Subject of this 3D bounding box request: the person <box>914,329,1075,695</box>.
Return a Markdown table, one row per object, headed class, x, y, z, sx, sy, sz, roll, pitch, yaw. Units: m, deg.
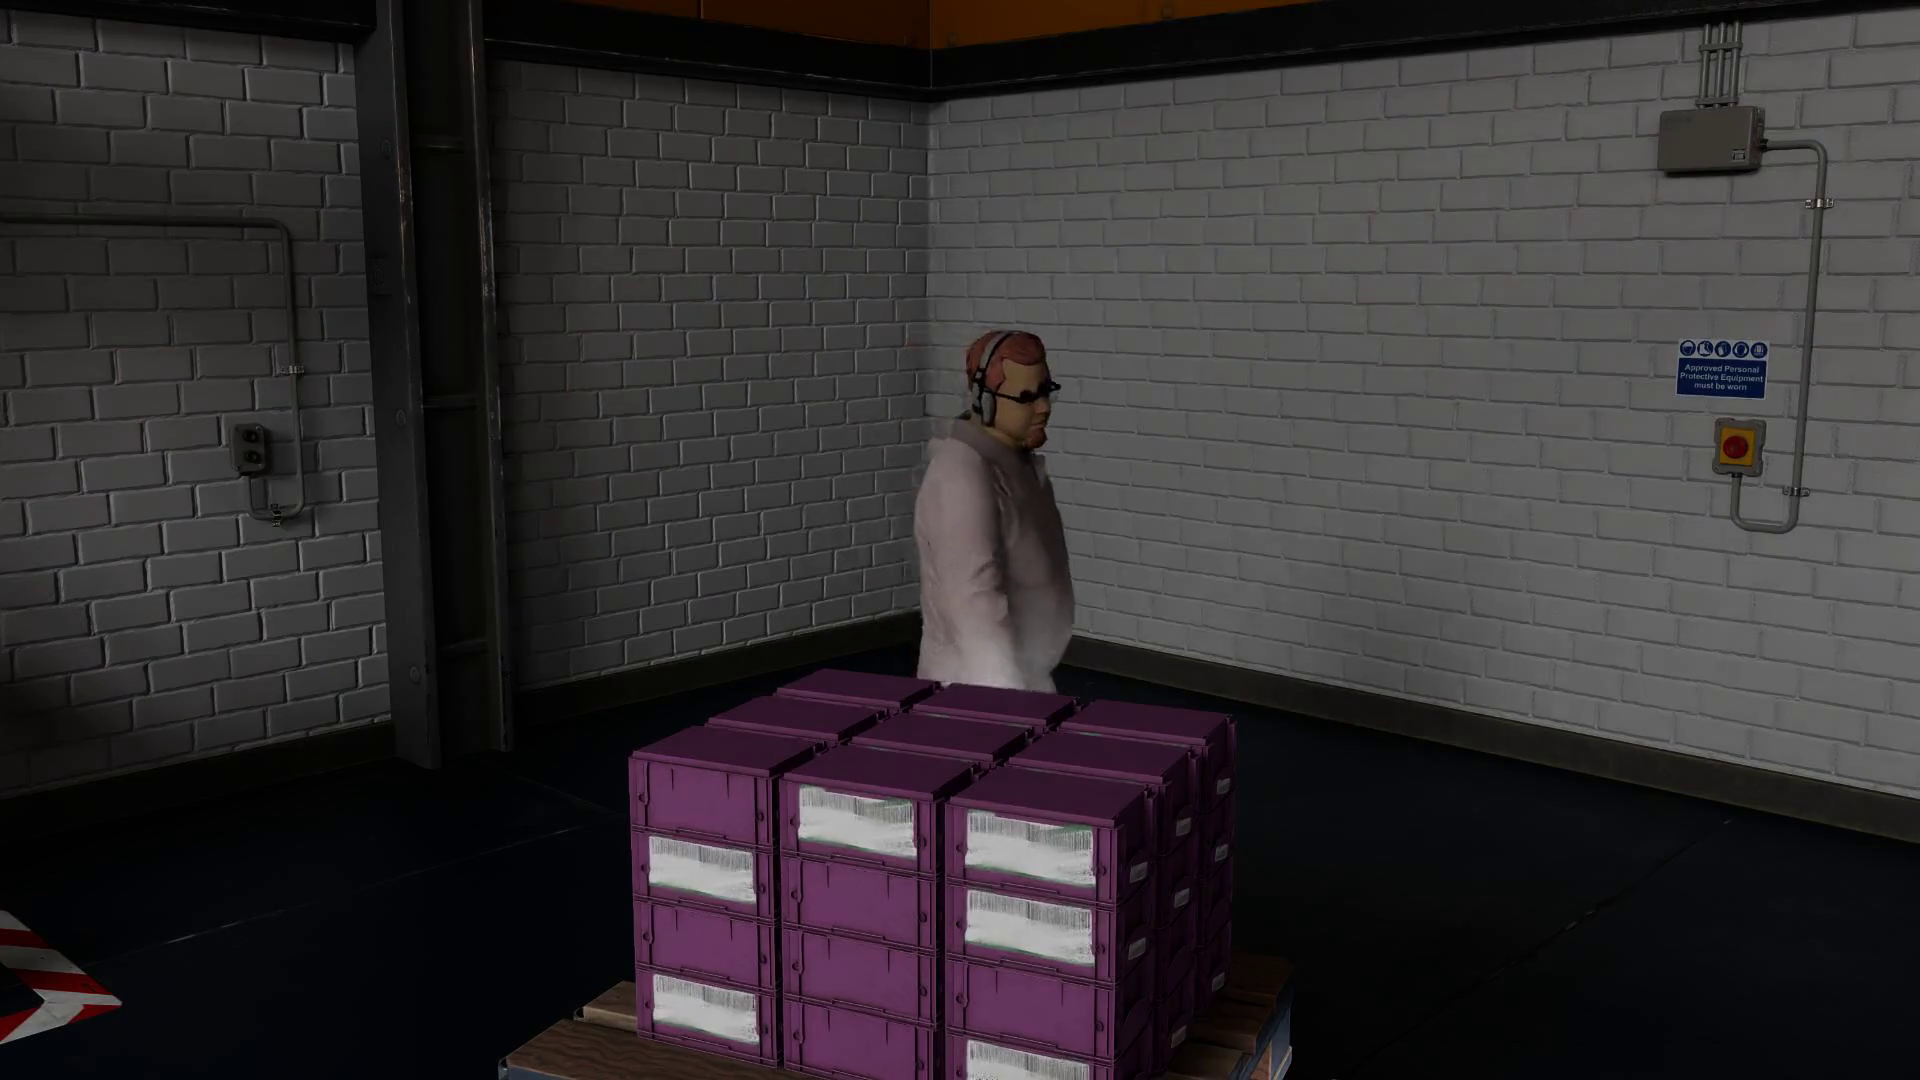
| class | x | y | z | sx | sy | sz | roll | pitch | yaw |
| --- | --- | --- | --- | --- | --- | --- | --- | --- | --- |
| person | 0.188 | 0.396 | 4.316 | 0.873 | 1.863 | 0.664 | 3 | 10 | 16 |
